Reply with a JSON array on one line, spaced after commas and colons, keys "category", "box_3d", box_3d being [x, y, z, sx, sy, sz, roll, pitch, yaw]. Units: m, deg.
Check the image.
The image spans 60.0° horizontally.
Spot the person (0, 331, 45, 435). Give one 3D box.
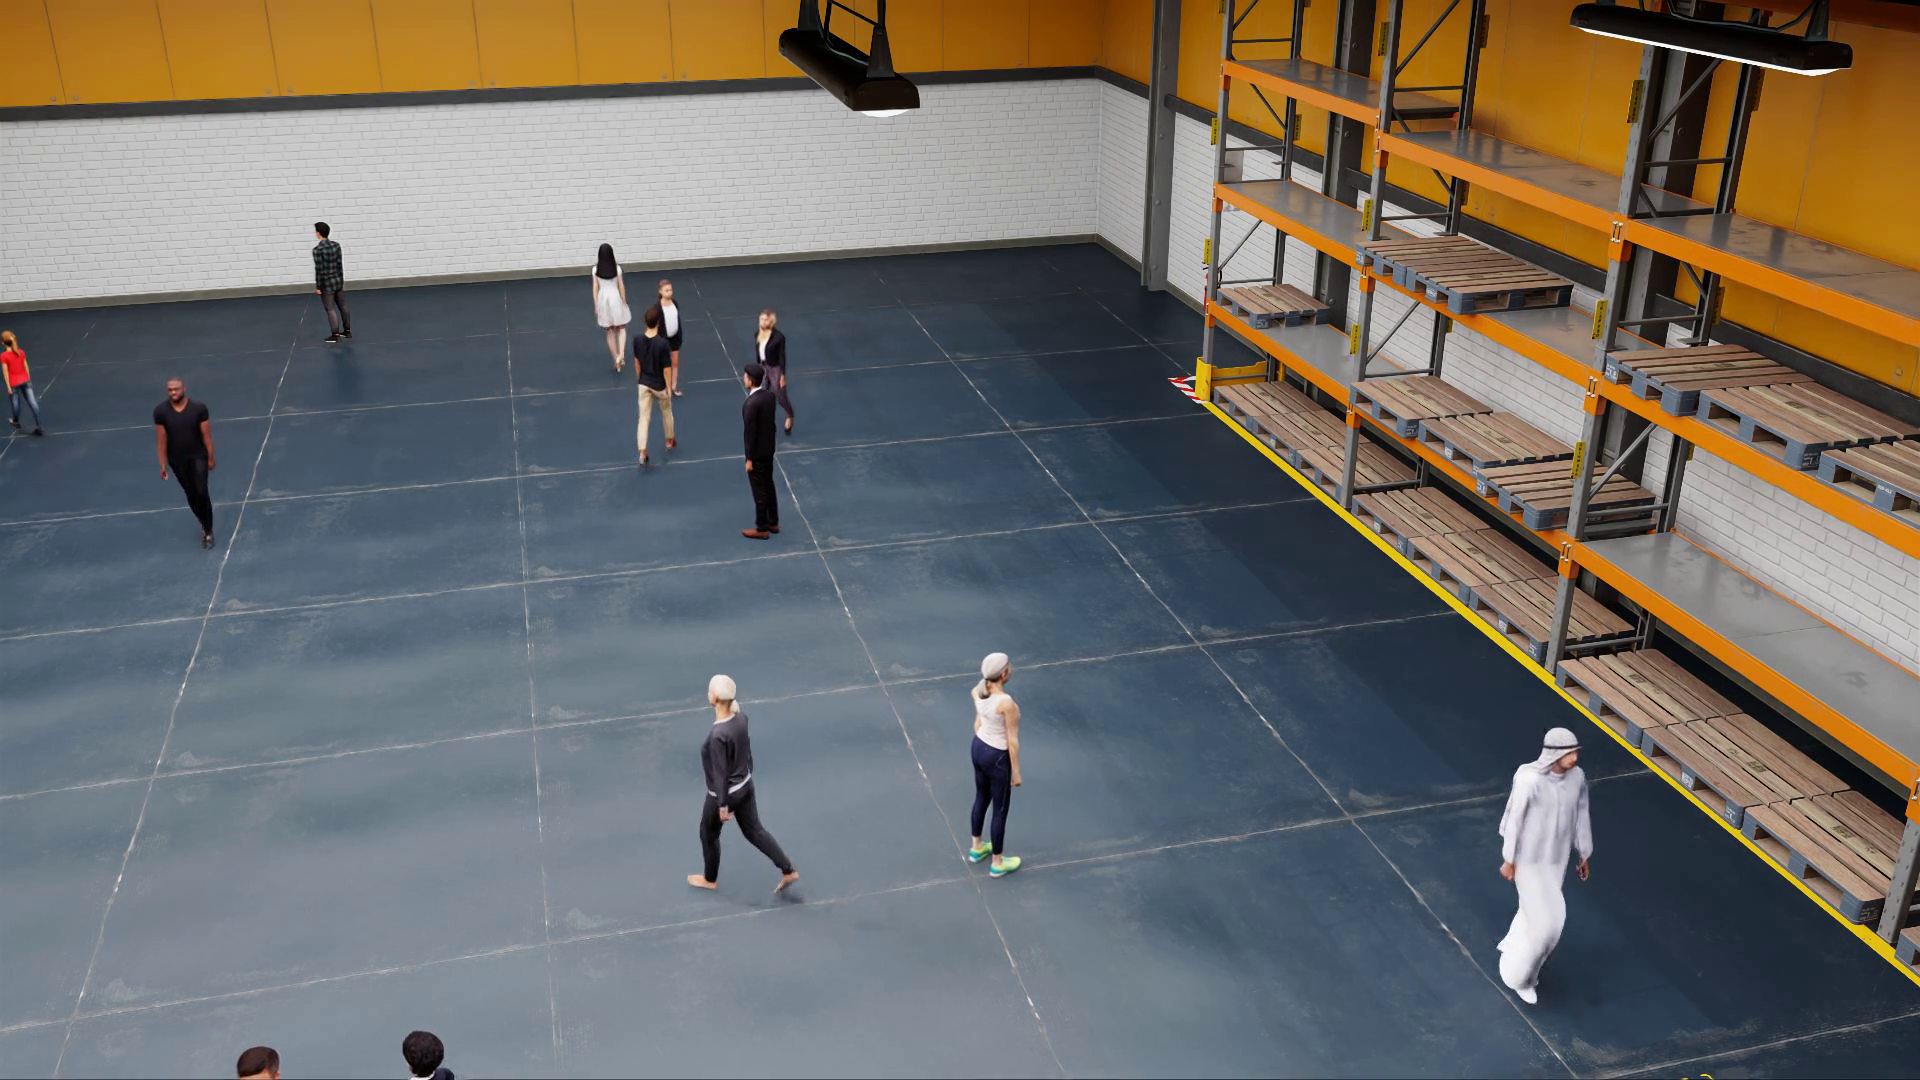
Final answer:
[{"category": "person", "box_3d": [-11.459, -1.893, 20.326, 0.937, 1.279, 0.826, 16, 28, 33]}]

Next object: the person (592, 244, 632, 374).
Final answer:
[{"category": "person", "box_3d": [-4.731, -3.108, 22.502, 0.669, 1.763, 0.745, -4, 24, -8]}]

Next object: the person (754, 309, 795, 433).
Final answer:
[{"category": "person", "box_3d": [-2.214, -1.989, 20.073, 0.920, 1.657, 1.015, 11, 26, 23]}]

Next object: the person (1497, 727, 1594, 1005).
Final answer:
[{"category": "person", "box_3d": [3.649, 1.996, 10.647, 0.779, 1.906, 0.866, -12, 26, -26]}]

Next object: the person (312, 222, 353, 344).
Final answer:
[{"category": "person", "box_3d": [-8.948, -3.671, 23.600, 0.774, 1.715, 0.724, 11, 26, 24]}]

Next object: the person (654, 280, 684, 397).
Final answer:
[{"category": "person", "box_3d": [-3.861, -2.668, 21.770, 0.731, 1.544, 0.903, -18, 29, -35]}]

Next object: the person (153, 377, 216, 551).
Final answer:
[{"category": "person", "box_3d": [-8.002, -0.844, 17.279, 0.680, 1.798, 0.854, -5, 24, -11]}]

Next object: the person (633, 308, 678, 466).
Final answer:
[{"category": "person", "box_3d": [-3.595, -1.738, 19.302, 0.967, 1.815, 1.280, 3, 24, 7]}]

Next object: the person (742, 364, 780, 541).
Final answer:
[{"category": "person", "box_3d": [-2.073, -0.932, 17.381, 0.838, 1.876, 0.734, 9, 25, 20]}]

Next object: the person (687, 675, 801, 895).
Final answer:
[{"category": "person", "box_3d": [-1.508, 1.737, 11.505, 1.087, 1.694, 1.090, 10, 26, 22]}]

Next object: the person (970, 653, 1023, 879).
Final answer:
[{"category": "person", "box_3d": [0.229, 1.583, 11.848, 0.728, 1.700, 0.596, -17, 29, -34]}]

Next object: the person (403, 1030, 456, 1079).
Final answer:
[{"category": "person", "box_3d": [-2.772, 3.159, 8.858, 0.880, 1.208, 0.825, 13, 27, 26]}]
